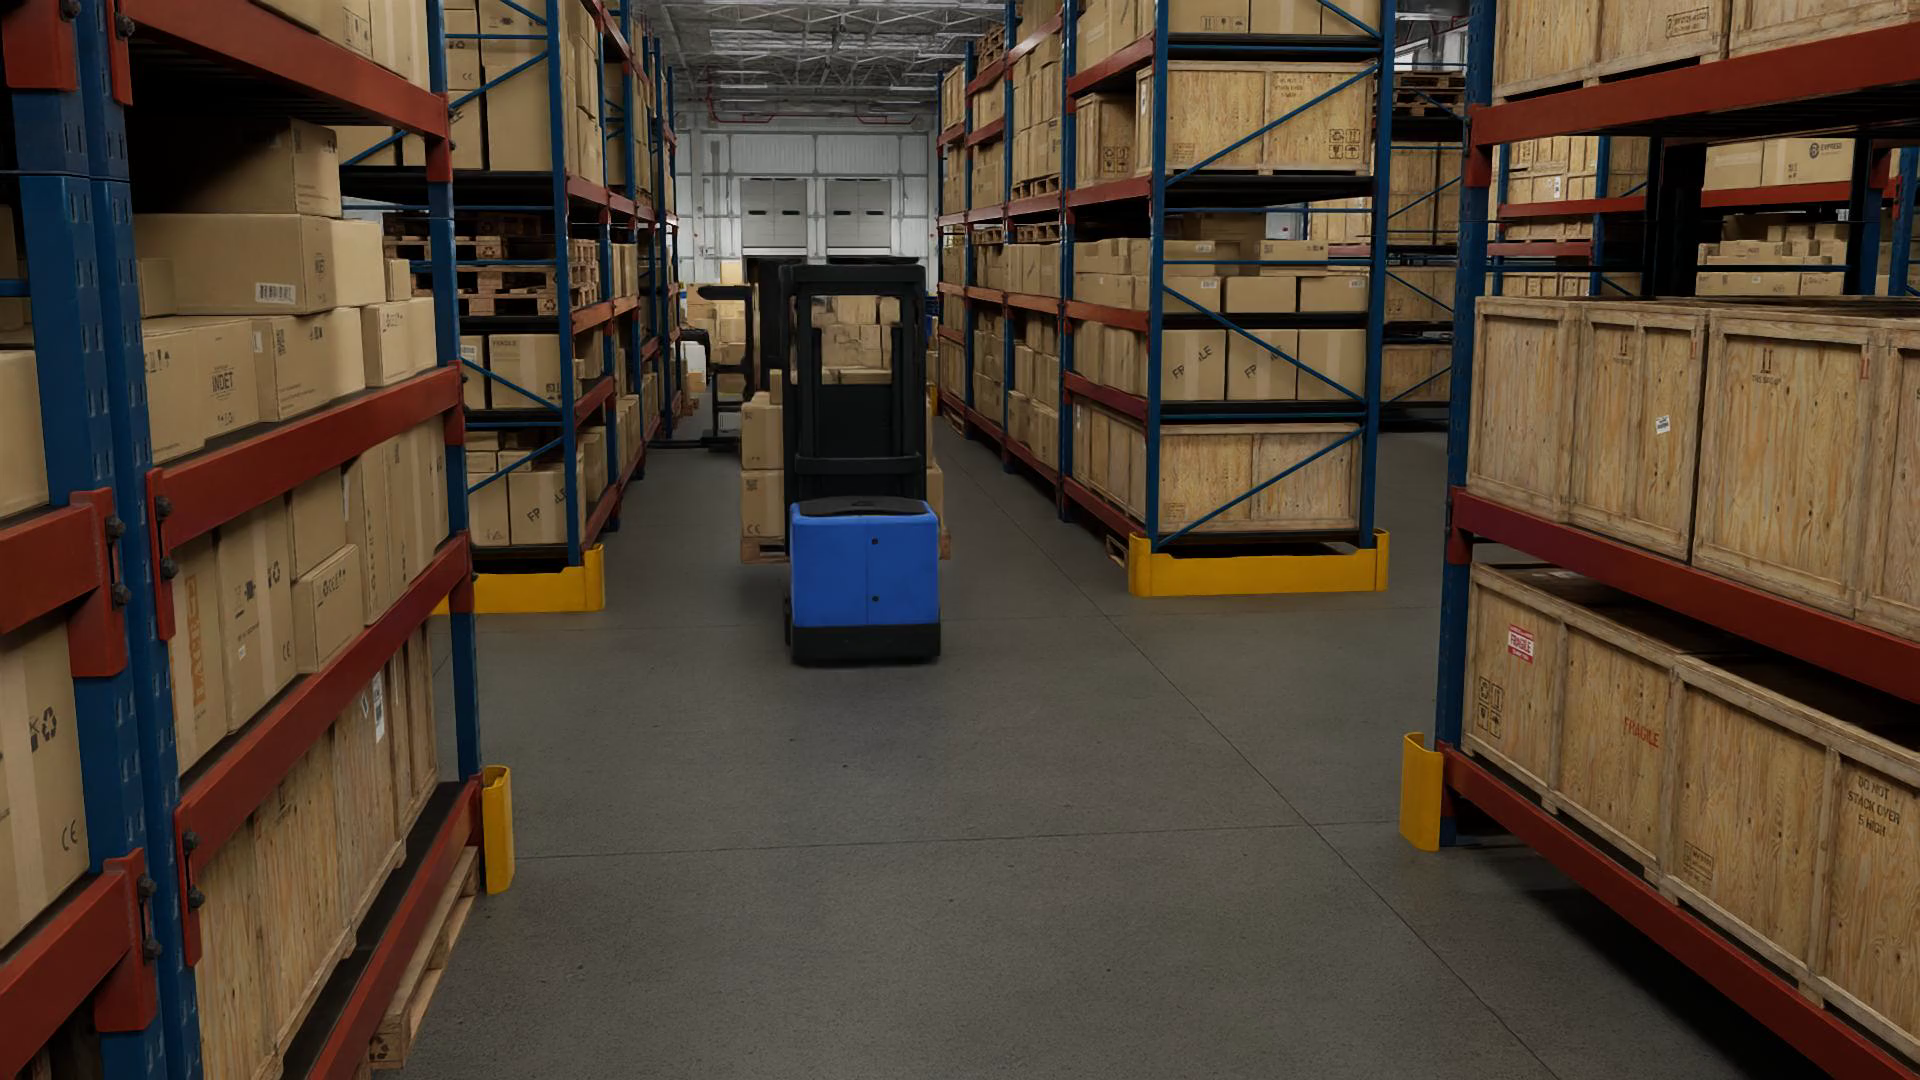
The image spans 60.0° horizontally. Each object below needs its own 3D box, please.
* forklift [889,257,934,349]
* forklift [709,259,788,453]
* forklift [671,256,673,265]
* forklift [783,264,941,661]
[{"bbox_3d":[-1.675,-7.028,49.481,1.129,2.768,1.873,7,12,34],"label":"forklift"},{"bbox_3d":[-2.769,-2.732,24.472,1.873,2.768,1.129,-1,10,-7],"label":"forklift"},{"bbox_3d":[-10.987,-9.066,61.344,1.129,2.768,1.873,-1,10,-7],"label":"forklift"},{"bbox_3d":[-0.759,-0.646,12.324,1.129,2.768,1.873,-1,10,-7],"label":"forklift"}]
